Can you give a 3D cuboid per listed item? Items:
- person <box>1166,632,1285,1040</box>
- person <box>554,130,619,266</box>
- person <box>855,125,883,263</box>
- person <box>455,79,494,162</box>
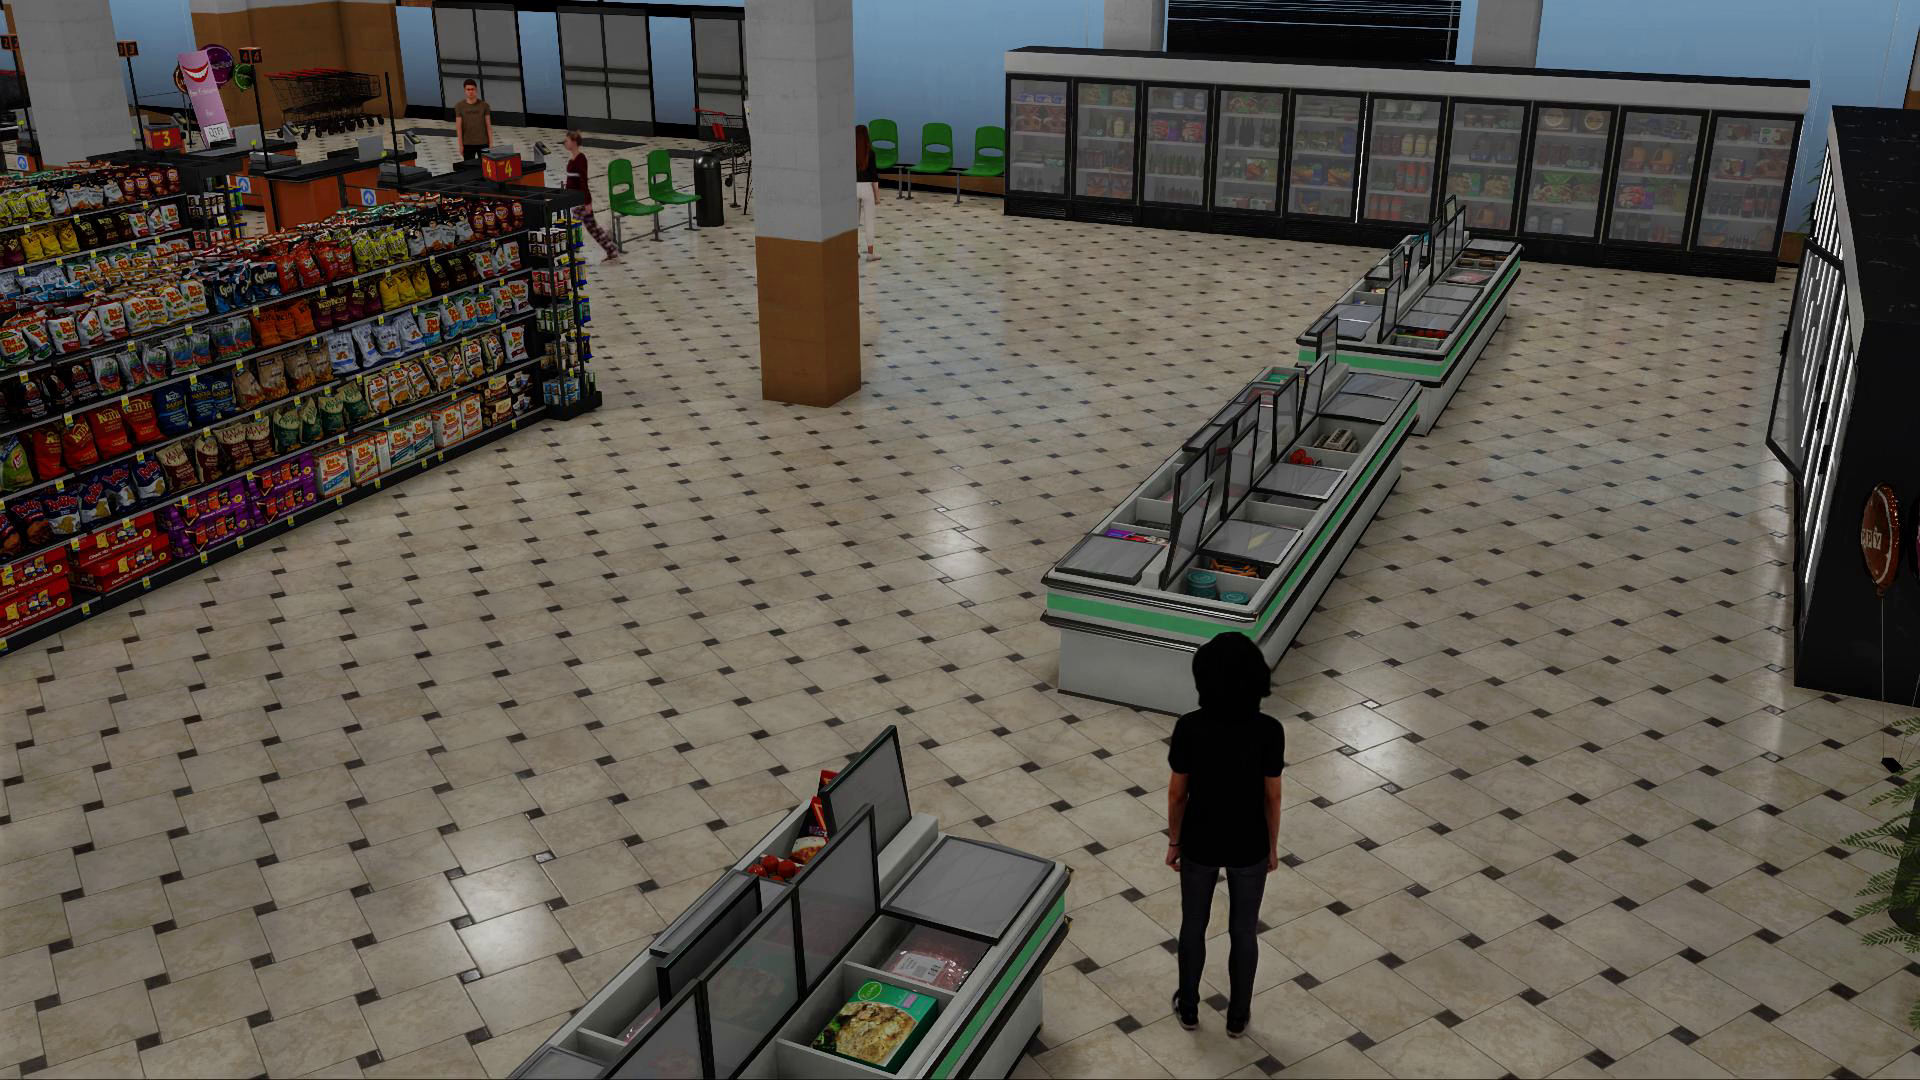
[{"bbox_3d":[1.092,1.238,6.890,0.680,1.829,0.614,4,22,10],"label":"person"},{"bbox_3d":[-4.643,-4.239,20.754,1.129,1.657,1.077,-7,23,-18],"label":"person"},{"bbox_3d":[-1.245,-4.405,21.104,0.623,1.704,0.544,7,23,18],"label":"person"},{"bbox_3d":[-7.113,-5.818,24.422,0.730,1.851,0.803,-9,24,-21],"label":"person"}]
